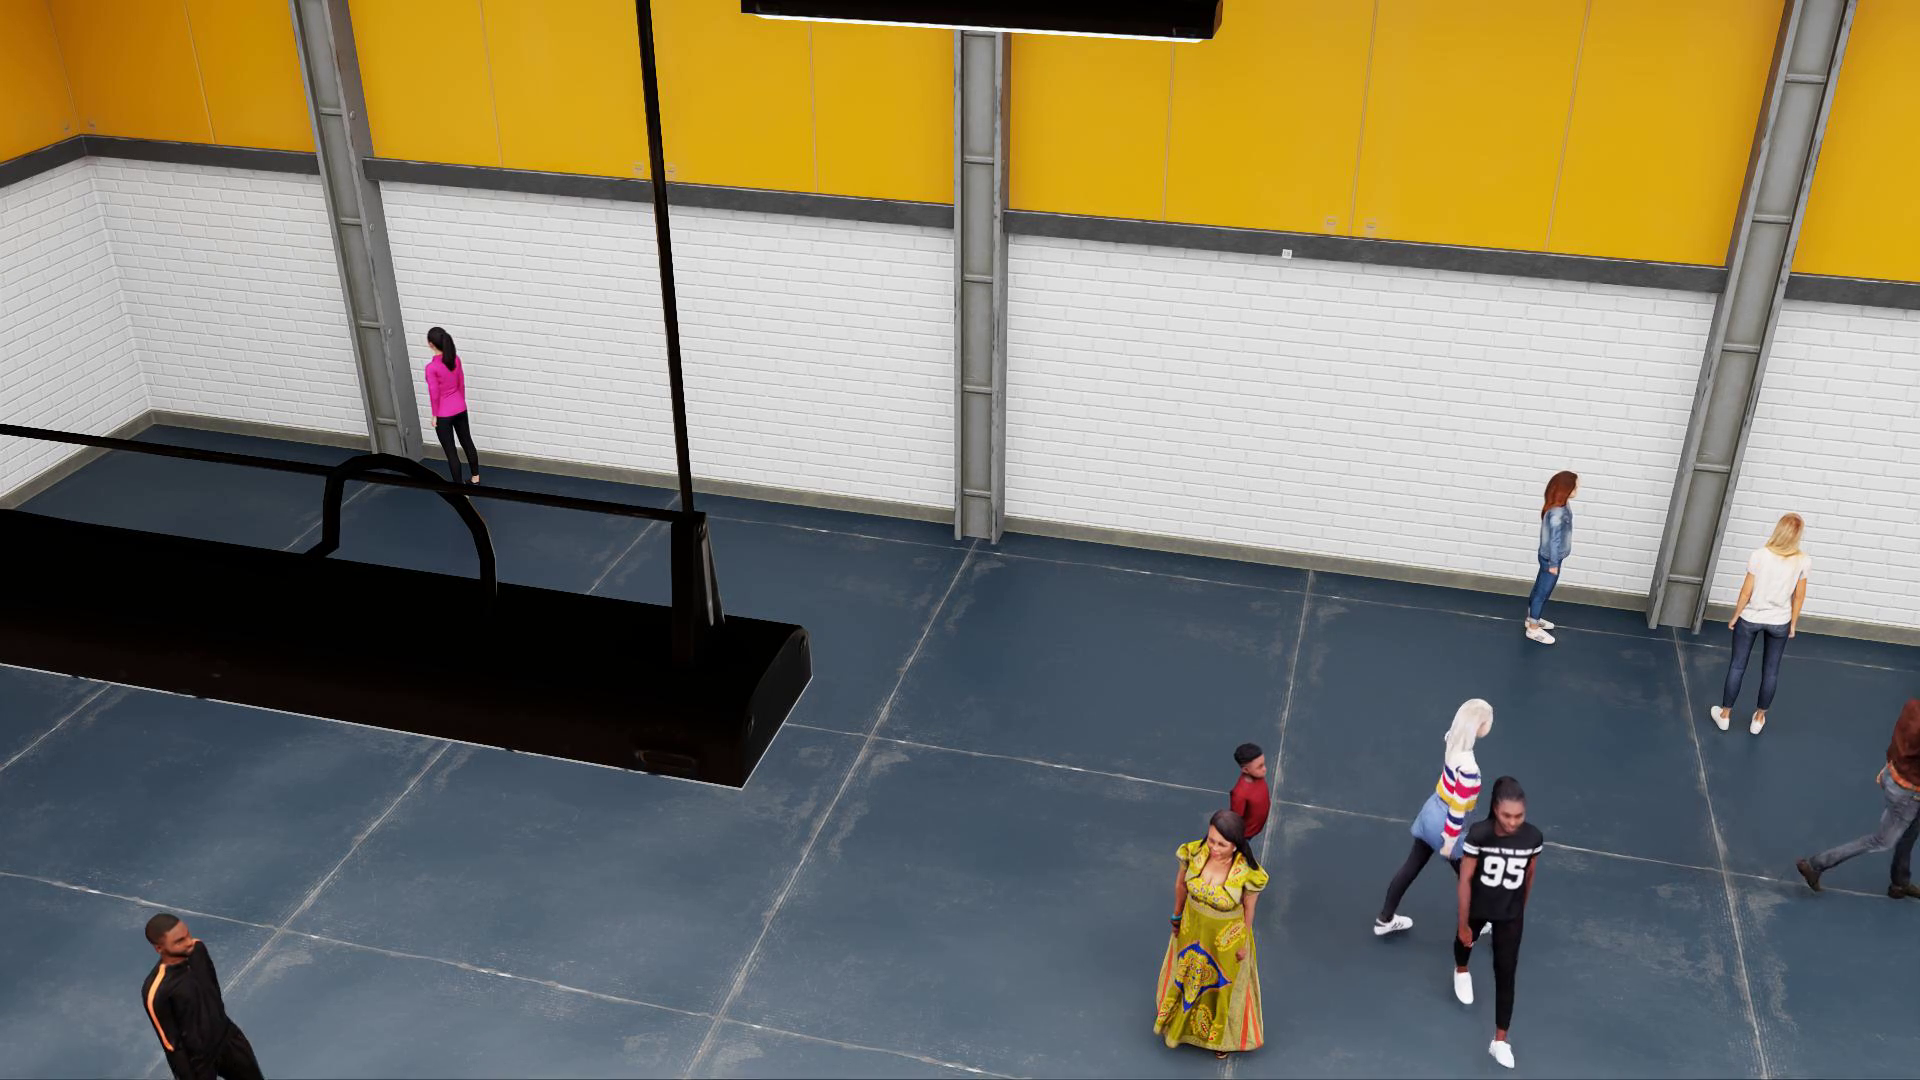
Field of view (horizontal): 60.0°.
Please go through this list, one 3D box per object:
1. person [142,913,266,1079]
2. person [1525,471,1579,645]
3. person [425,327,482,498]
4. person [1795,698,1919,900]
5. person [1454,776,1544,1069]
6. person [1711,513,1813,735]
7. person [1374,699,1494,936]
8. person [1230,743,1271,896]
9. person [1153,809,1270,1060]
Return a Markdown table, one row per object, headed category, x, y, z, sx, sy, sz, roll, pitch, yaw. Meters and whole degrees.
| category | x | y | z | sx | sy | sz | roll | pitch | yaw |
| --- | --- | --- | --- | --- | --- | --- | --- | --- | --- |
| person | -3.979 | 2.614 | 8.547 | 0.675 | 1.790 | 0.632 | 7 | 29 | 13 |
| person | 4.778 | 0.114 | 13.455 | 0.506 | 1.478 | 0.565 | 9 | 30 | 16 |
| person | -4.789 | -1.201 | 15.646 | 0.627 | 1.699 | 0.643 | 15 | 32 | 26 |
| person | 5.867 | 1.577 | 10.488 | 1.109 | 1.752 | 0.651 | 6 | 29 | 11 |
| person | 3.038 | 2.078 | 9.637 | 1.114 | 1.687 | 0.793 | 2 | 29 | 4 |
| person | 5.900 | 0.610 | 12.201 | 0.417 | 1.809 | 0.661 | 8 | 30 | 14 |
| person | 2.874 | 1.749 | 10.170 | 1.169 | 1.754 | 0.865 | -1 | 29 | -3 |
| person | 1.783 | 1.817 | 10.569 | 0.557 | 1.253 | 0.547 | 16 | 33 | 27 |
| person | 1.442 | 2.206 | 9.441 | 0.774 | 1.661 | 0.962 | 13 | 31 | 22 |
